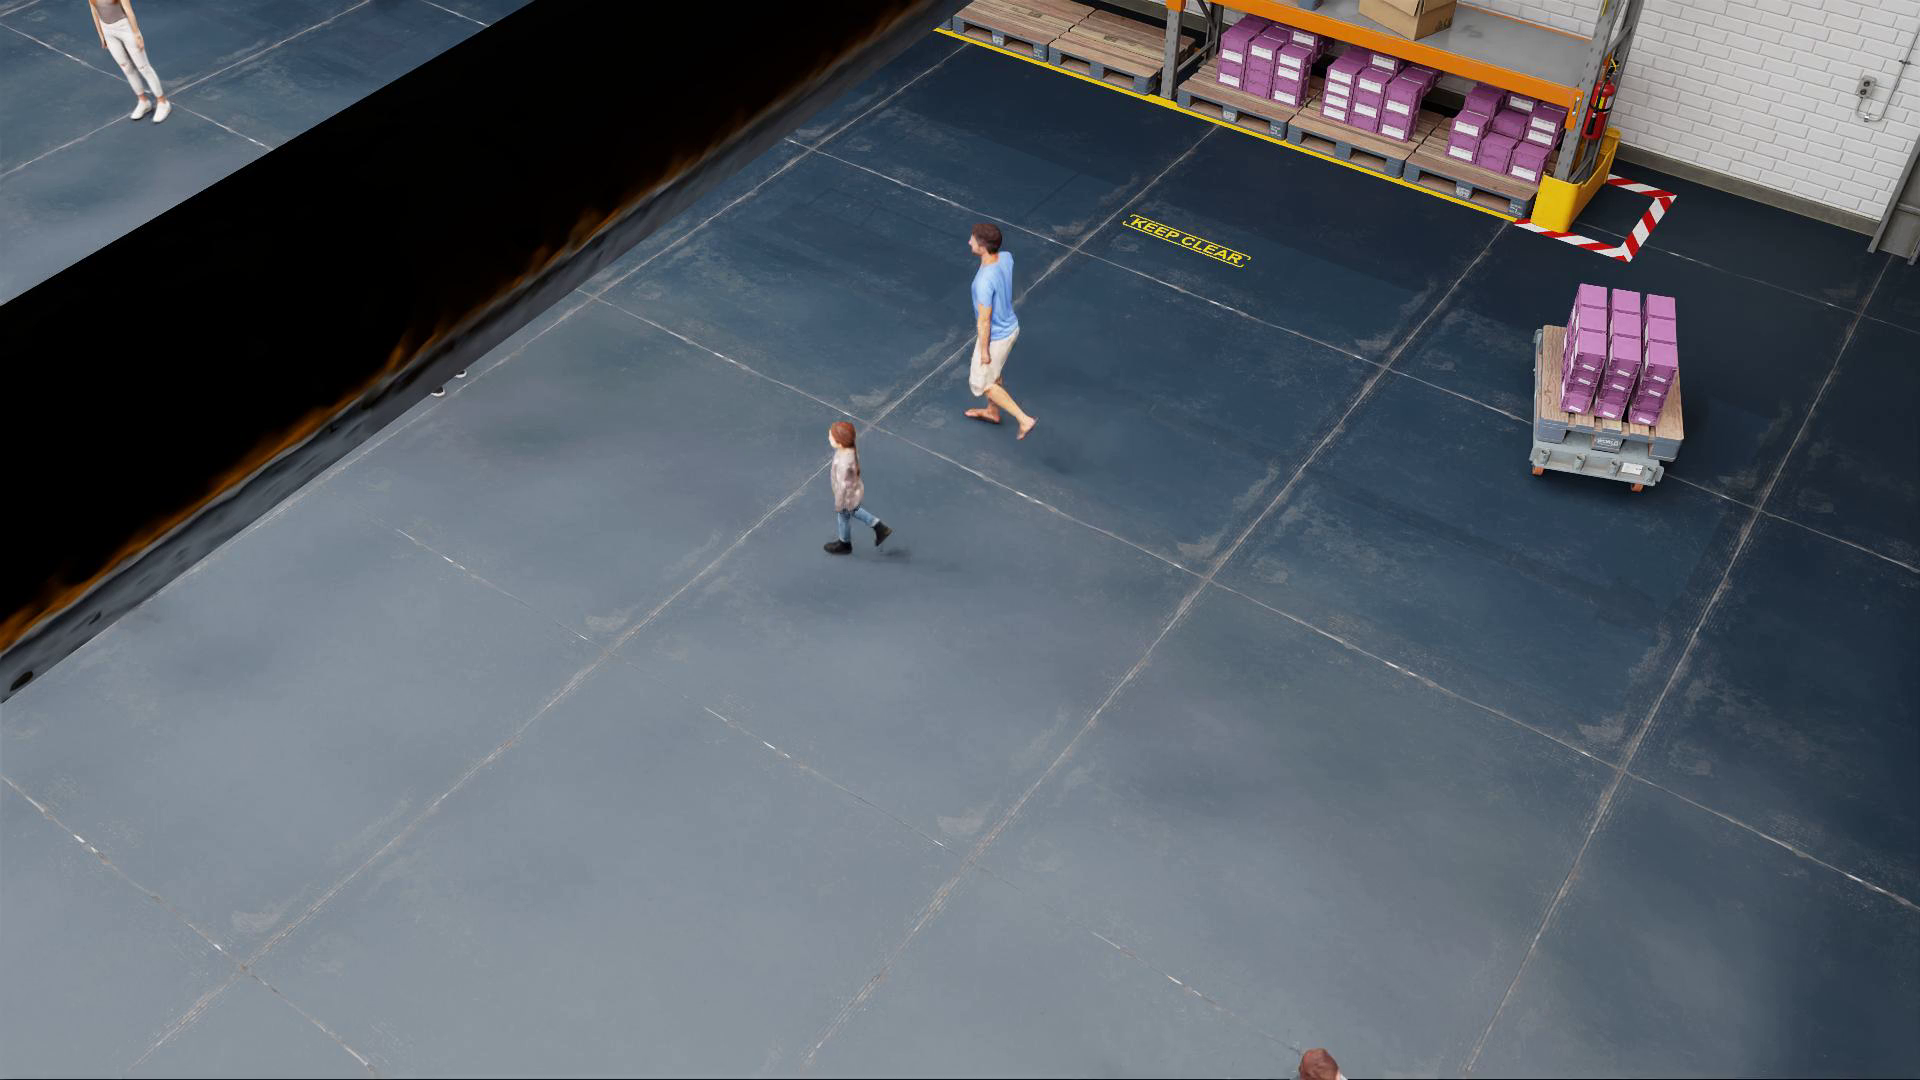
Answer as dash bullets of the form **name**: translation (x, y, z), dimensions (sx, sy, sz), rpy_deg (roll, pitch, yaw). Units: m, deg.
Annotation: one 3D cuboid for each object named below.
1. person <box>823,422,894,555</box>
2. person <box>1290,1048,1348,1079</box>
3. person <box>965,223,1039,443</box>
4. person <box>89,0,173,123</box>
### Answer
- **person**: translation (-0.734, -0.340, 11.623), dimensions (0.798, 1.183, 0.663), rpy_deg (7, 44, 7)
- **person**: translation (1.465, 2.835, 7.754), dimensions (0.839, 1.922, 0.900), rpy_deg (-23, 48, -23)
- **person**: translation (0.343, -1.507, 12.372), dimensions (0.959, 1.840, 0.730), rpy_deg (21, 48, 21)
- **person**: translation (-8.049, -4.870, 15.990), dimensions (0.584, 1.719, 0.715), rpy_deg (6, 44, 7)
